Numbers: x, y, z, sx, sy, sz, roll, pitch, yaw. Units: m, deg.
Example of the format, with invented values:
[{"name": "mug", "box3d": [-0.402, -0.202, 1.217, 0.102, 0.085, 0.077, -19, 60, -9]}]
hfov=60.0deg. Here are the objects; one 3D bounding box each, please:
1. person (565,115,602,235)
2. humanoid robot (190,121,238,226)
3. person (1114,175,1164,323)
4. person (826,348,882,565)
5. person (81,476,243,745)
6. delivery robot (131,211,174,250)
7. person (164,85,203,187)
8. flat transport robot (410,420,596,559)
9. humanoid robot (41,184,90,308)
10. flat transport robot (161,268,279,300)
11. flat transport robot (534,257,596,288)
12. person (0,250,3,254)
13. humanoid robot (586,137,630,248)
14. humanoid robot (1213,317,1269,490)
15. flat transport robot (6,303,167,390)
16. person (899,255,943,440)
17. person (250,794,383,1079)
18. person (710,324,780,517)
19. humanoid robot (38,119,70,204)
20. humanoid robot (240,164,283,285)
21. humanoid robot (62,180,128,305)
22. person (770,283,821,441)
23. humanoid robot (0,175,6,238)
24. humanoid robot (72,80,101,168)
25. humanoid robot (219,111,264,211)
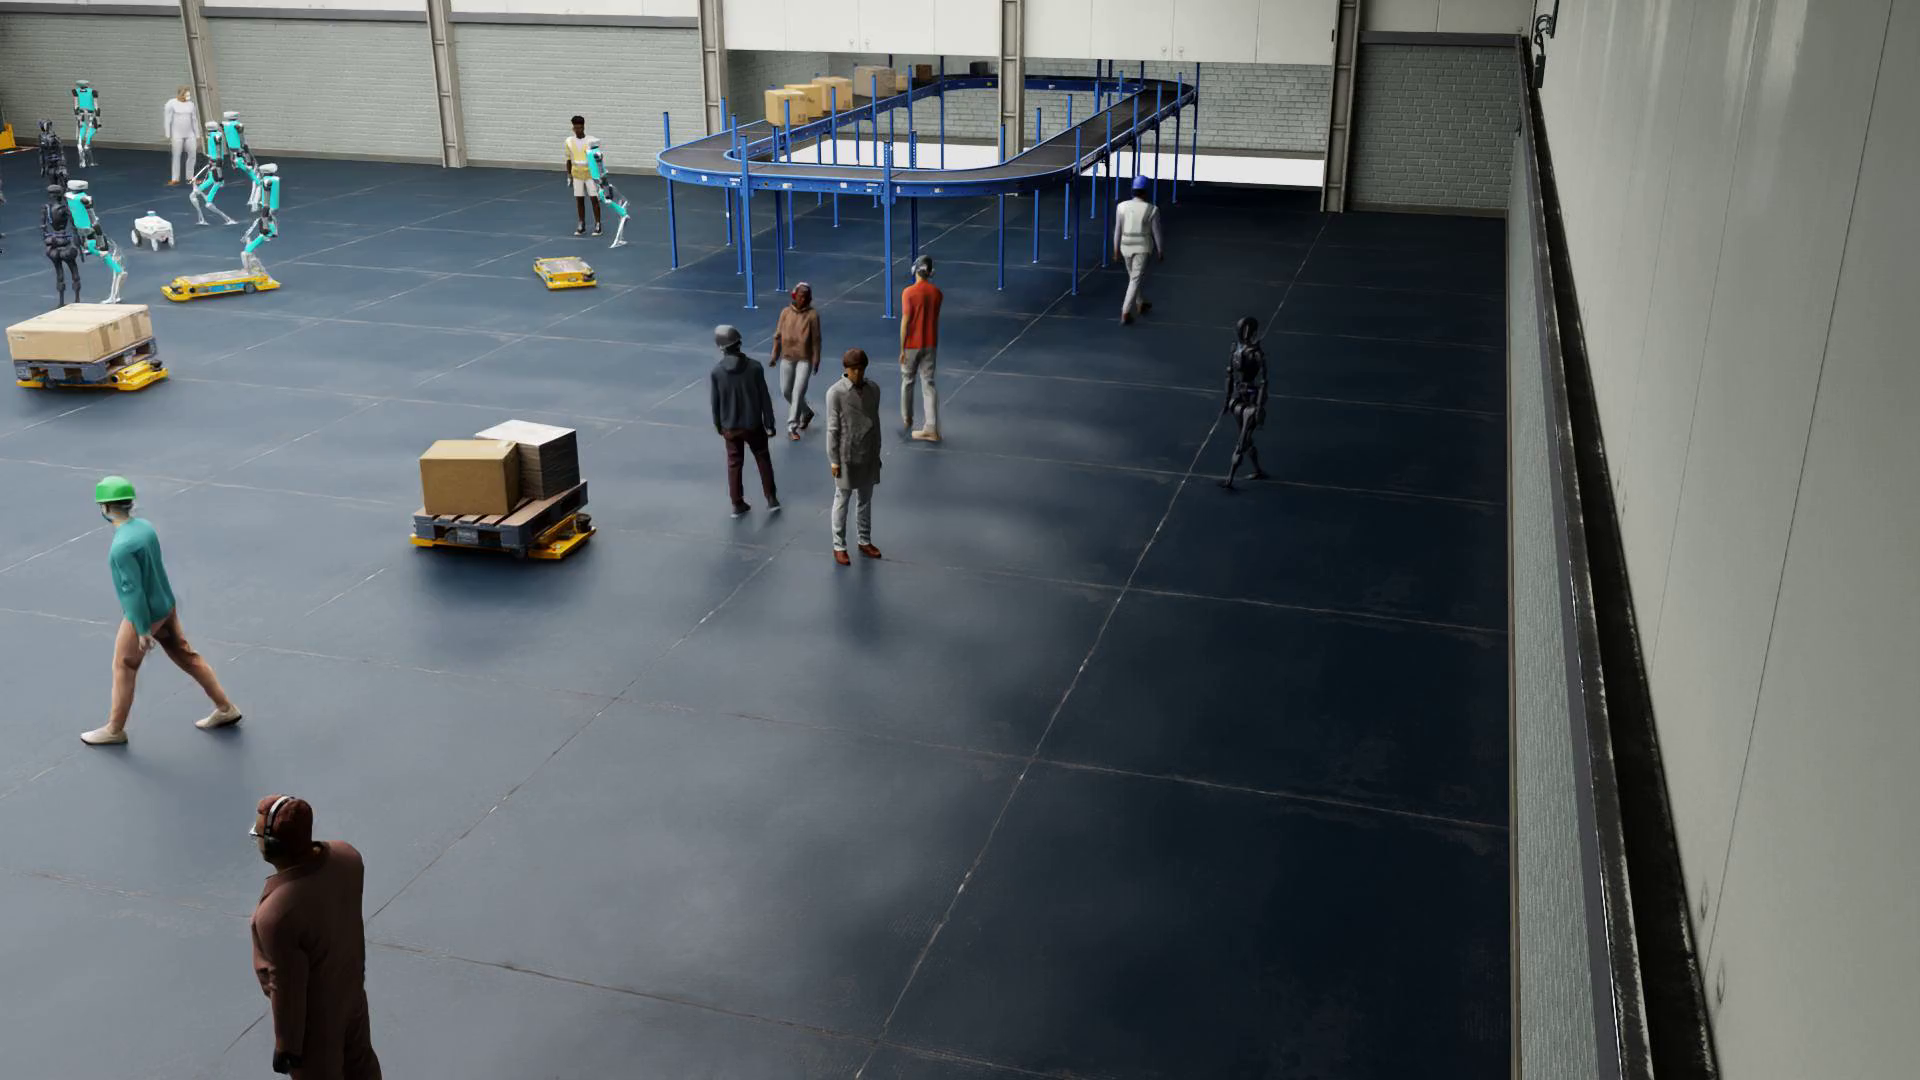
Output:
[{"name": "person", "box3d": [-6.203, -6.012, 27.432, 0.605, 1.960, 0.367, 3, 21, 7]}, {"name": "humanoid robot", "box3d": [-12.797, -6.148, 28.146, 0.860, 1.788, 0.562, -14, 25, -32]}, {"name": "person", "box3d": [2.358, -3.834, 21.869, 0.637, 1.891, 1.016, 12, 24, 29]}, {"name": "person", "box3d": [-0.863, -0.702, 13.833, 0.510, 1.828, 0.363, -13, 25, -31]}, {"name": "person", "box3d": [-5.302, 0.459, 10.852, 0.963, 1.811, 0.510, 0, 21, -1]}, {"name": "delivery robot", "box3d": [-12.913, -4.965, 26.644, 0.775, 0.585, 0.499, 20, 28, 41]}, {"name": "person", "box3d": [-15.129, -7.818, 32.220, 0.363, 1.893, 0.841, 15, 25, 33]}, {"name": "flat transport robot", "box3d": [-3.950, -0.087, 14.404, 1.431, 0.231, 0.659, 6, 22, 14]}, {"name": "humanoid robot", "box3d": [-12.171, -3.972, 22.527, 0.610, 1.647, 0.390, 6, 22, 15]}, {"name": "flat transport robot", "box3d": [-10.488, -3.625, 23.580, 1.431, 0.231, 0.659, -15, 26, -33]}, {"name": "flat transport robot", "box3d": [-5.789, -3.916, 24.335, 0.659, 0.231, 1.431, -9, 23, -21]}, {"name": "person", "box3d": [-15.489, -5.427, 25.952, 0.789, 1.926, 0.617, 10, 23, 24]}, {"name": "humanoid robot", "box3d": [-5.495, -5.513, 26.461, 0.822, 1.784, 0.599, -11, 24, -26]}, {"name": "humanoid robot", "box3d": [2.665, -1.295, 15.627, 0.749, 1.626, 0.616, -11, 24, -27]}, {"name": "flat transport robot", "box3d": [-9.988, -1.910, 19.131, 1.431, 0.231, 0.659, 2, 21, 5]}, {"name": "person", "box3d": [-0.428, -1.997, 17.172, 0.543, 1.843, 0.843, -9, 23, -23]}, {"name": "person", "box3d": [-2.692, 1.917, 6.931, 0.406, 1.905, 0.650, 3, 21, 8]}, {"name": "person", "box3d": [-1.902, -1.063, 14.829, 0.614, 1.779, 0.494, 0, 21, -1]}, {"name": "humanoid robot", "box3d": [-15.865, -6.540, 29.163, 0.599, 1.657, 0.315, 8, 23, 20]}, {"name": "humanoid robot", "box3d": [-10.028, -4.434, 23.624, 0.881, 1.768, 0.597, -2, 21, -6]}, {"name": "humanoid robot", "box3d": [-11.615, -4.021, 22.596, 0.541, 1.784, 0.798, 13, 24, 29]}, {"name": "person", "box3d": [-1.672, -1.856, 17.110, 0.521, 1.613, 0.548, 7, 22, 17]}, {"name": "humanoid robot", "box3d": [-15.706, -5.641, 26.862, 0.599, 1.634, 0.565, 2, 21, 5]}, {"name": "humanoid robot", "box3d": [-18.137, -8.537, 34.419, 0.562, 1.867, 0.789, 1, 21, 2]}, {"name": "humanoid robot", "box3d": [-12.706, -6.771, 29.745, 0.546, 1.794, 0.785, 13, 24, 29]}]
